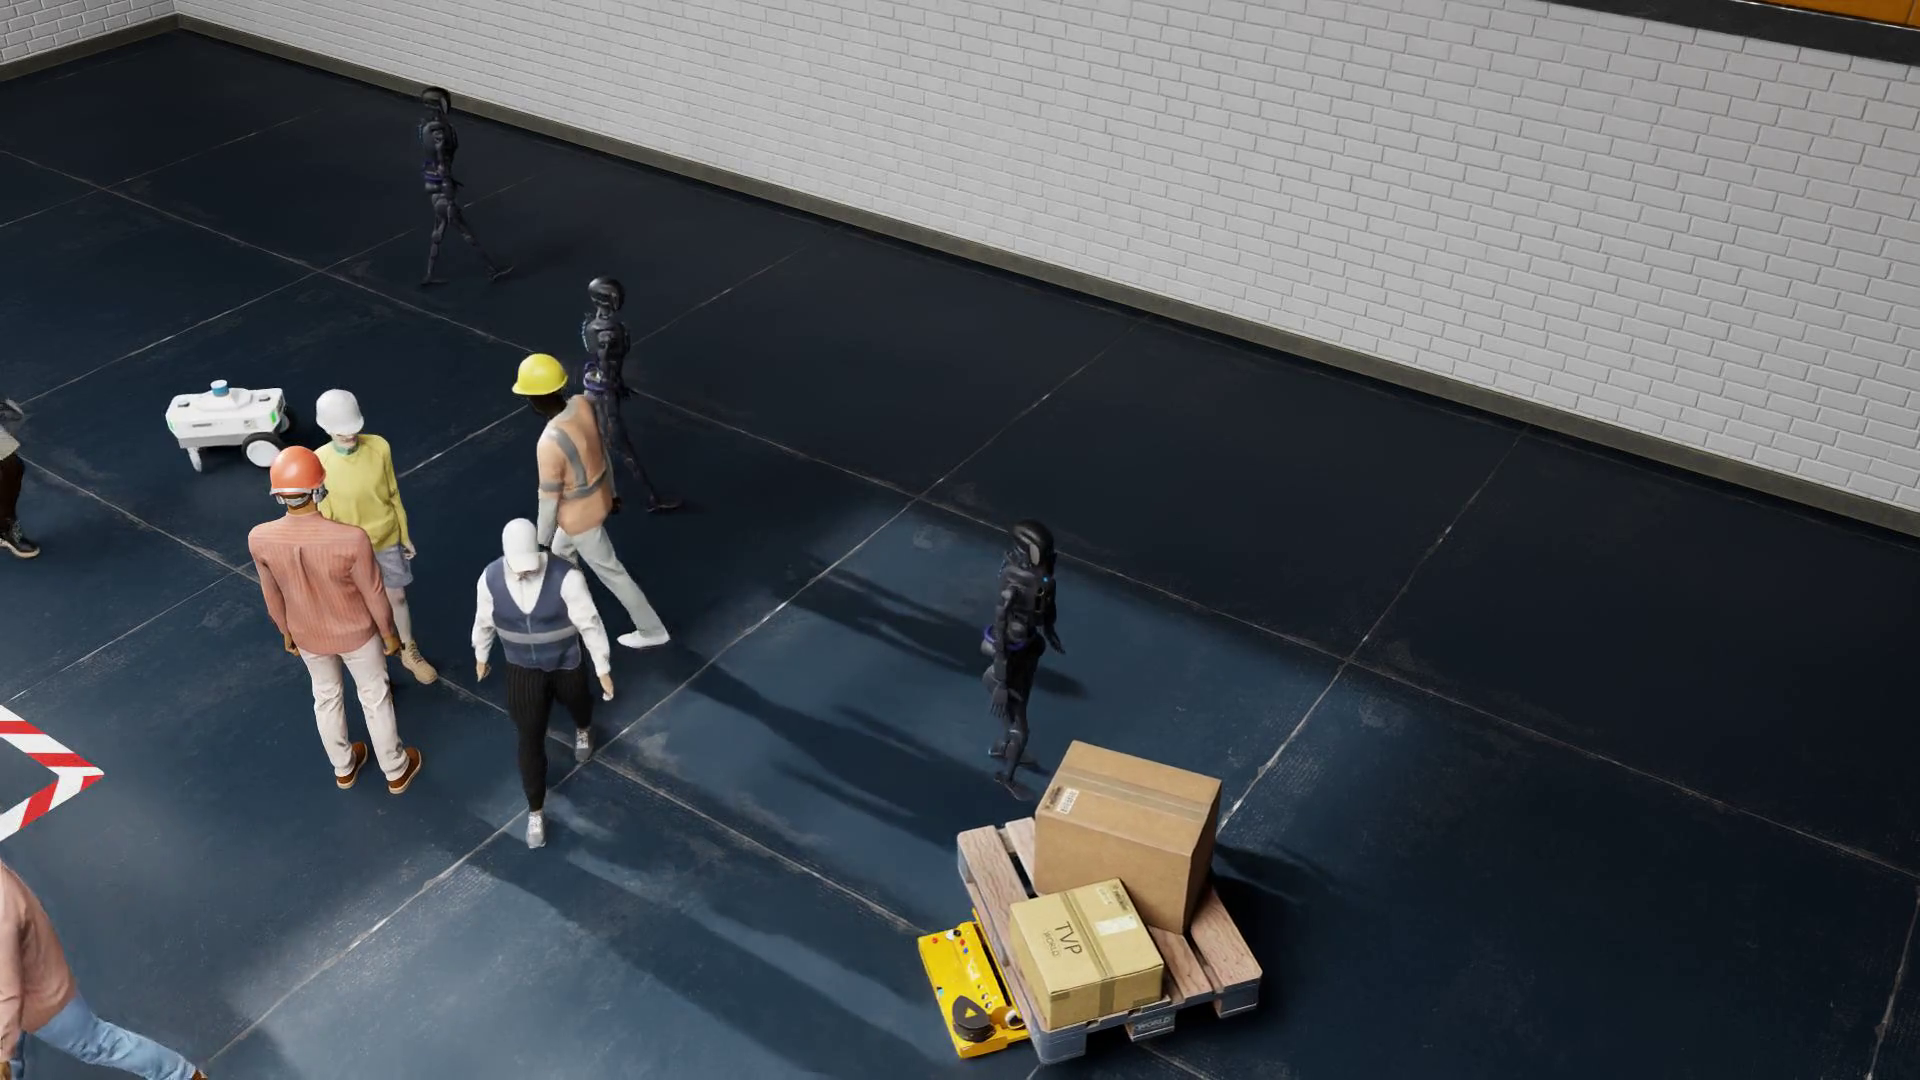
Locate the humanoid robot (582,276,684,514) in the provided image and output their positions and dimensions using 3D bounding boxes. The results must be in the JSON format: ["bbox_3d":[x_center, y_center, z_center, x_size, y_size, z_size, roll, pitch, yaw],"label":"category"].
[{"bbox_3d":[-2.119,-0.890,10.323,0.666,1.638,0.584,-5,35,-7],"label":"humanoid robot"}]

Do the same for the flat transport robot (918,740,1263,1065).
[{"bbox_3d":[0.582,1.881,7.576,1.431,0.231,0.659,-10,36,-14],"label":"flat transport robot"}]

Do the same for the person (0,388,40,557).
[{"bbox_3d":[-5.939,-0.695,9.827,0.569,1.915,0.635,4,35,6],"label":"person"}]

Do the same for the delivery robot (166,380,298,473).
[{"bbox_3d":[-4.873,-0.786,11.131,0.743,0.587,0.525,-5,35,-7],"label":"delivery robot"}]

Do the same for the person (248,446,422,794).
[{"bbox_3d":[-3.059,0.435,8.177,0.610,1.955,0.401,3,35,4],"label":"person"}]

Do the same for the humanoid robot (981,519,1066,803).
[{"bbox_3d":[0.290,0.546,8.261,0.376,1.644,0.594,17,39,23],"label":"humanoid robot"}]

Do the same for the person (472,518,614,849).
[{"bbox_3d":[-2.043,0.584,8.176,0.722,1.704,0.935,-3,35,-5],"label":"person"}]

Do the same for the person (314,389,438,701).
[{"bbox_3d":[-3.143,0.020,8.824,0.485,1.887,0.401,-26,43,-32],"label":"person"}]

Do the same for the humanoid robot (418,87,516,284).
[{"bbox_3d":[-3.994,-2.759,13.014,0.789,1.627,0.607,-10,36,-14],"label":"humanoid robot"}]

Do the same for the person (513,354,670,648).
[{"bbox_3d":[-2.130,-0.183,9.136,1.006,1.859,0.583,4,35,5],"label":"person"}]

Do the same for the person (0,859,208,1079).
[{"bbox_3d":[-3.604,1.731,6.341,0.623,1.942,1.051,27,43,33],"label":"person"}]
